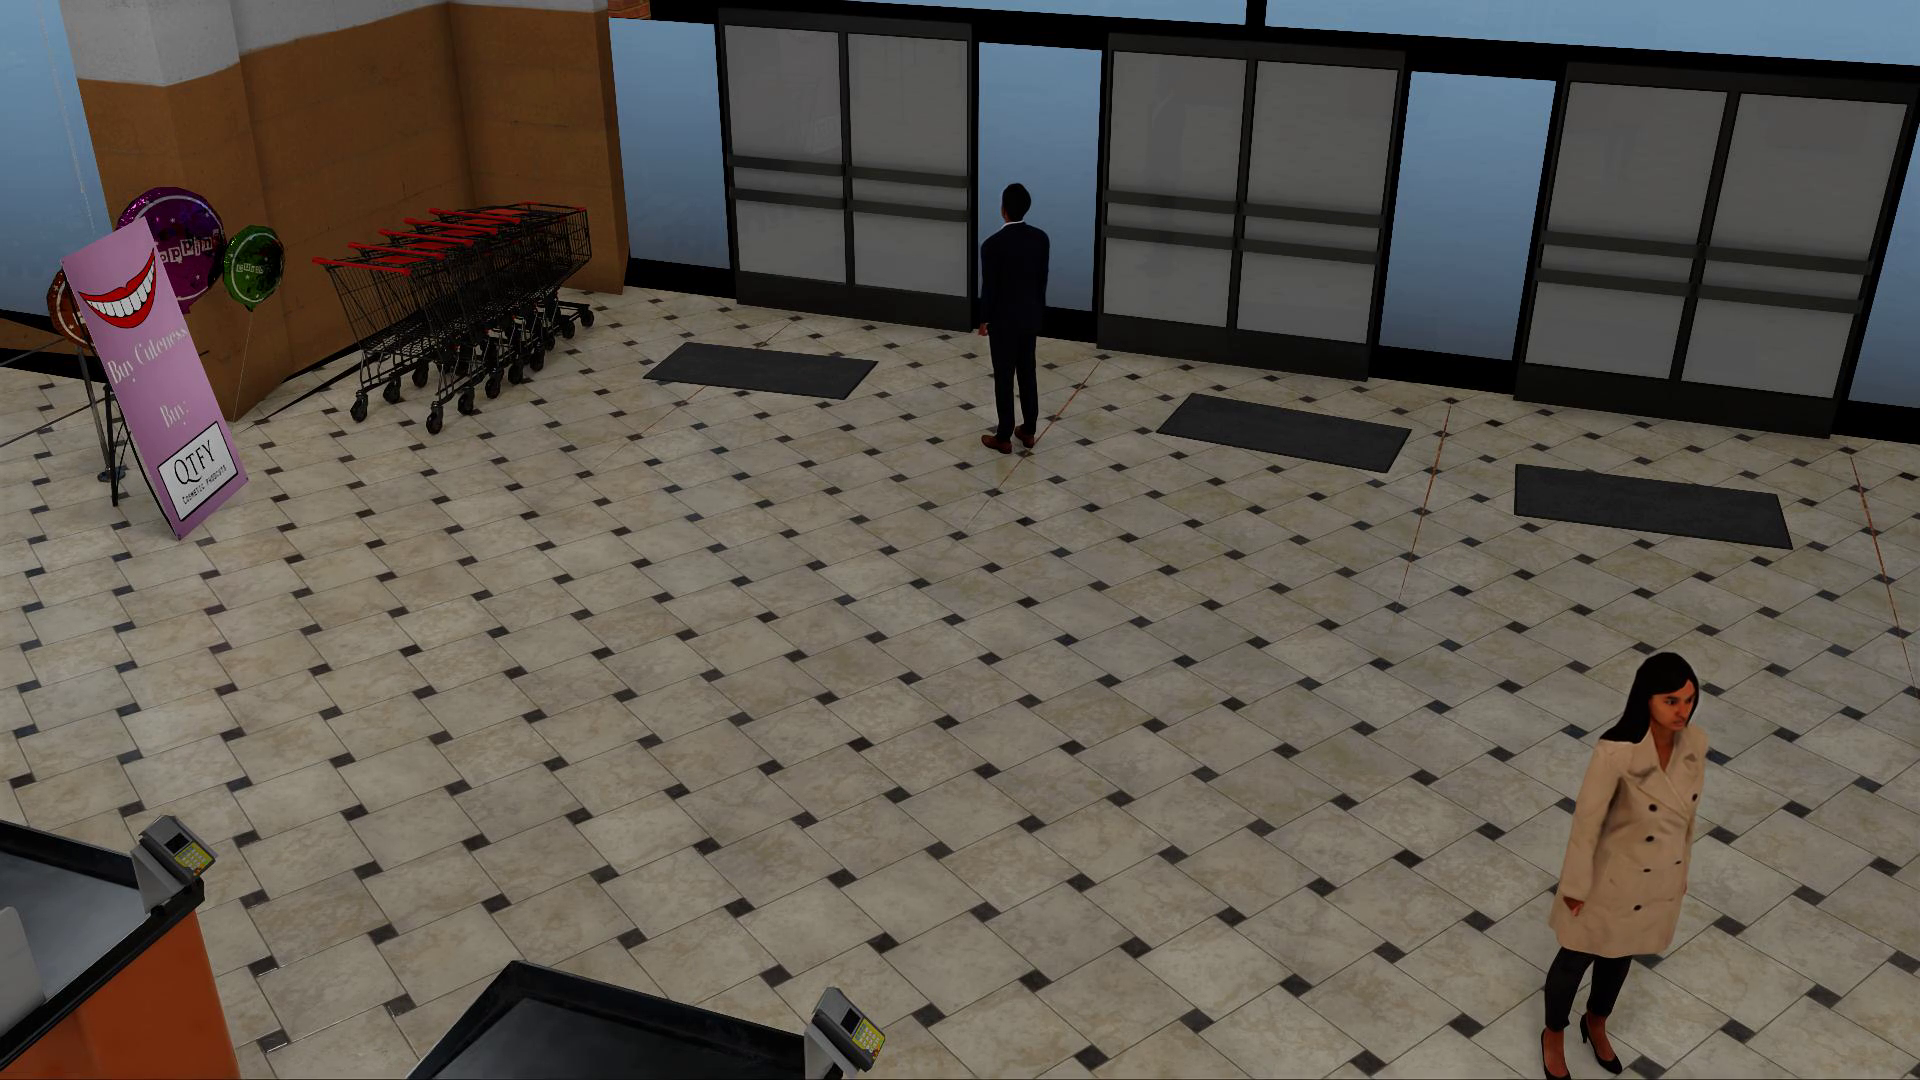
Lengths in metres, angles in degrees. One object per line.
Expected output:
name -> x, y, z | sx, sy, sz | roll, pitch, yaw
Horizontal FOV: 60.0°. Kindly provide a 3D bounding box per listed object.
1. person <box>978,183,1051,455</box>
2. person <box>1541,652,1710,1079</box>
person -> 0.341, -1.382, 10.452 | 0.684, 1.727, 0.768 | -15, 31, -27
person -> 2.218, 1.117, 5.574 | 0.718, 1.682, 0.740 | -8, 28, -15
